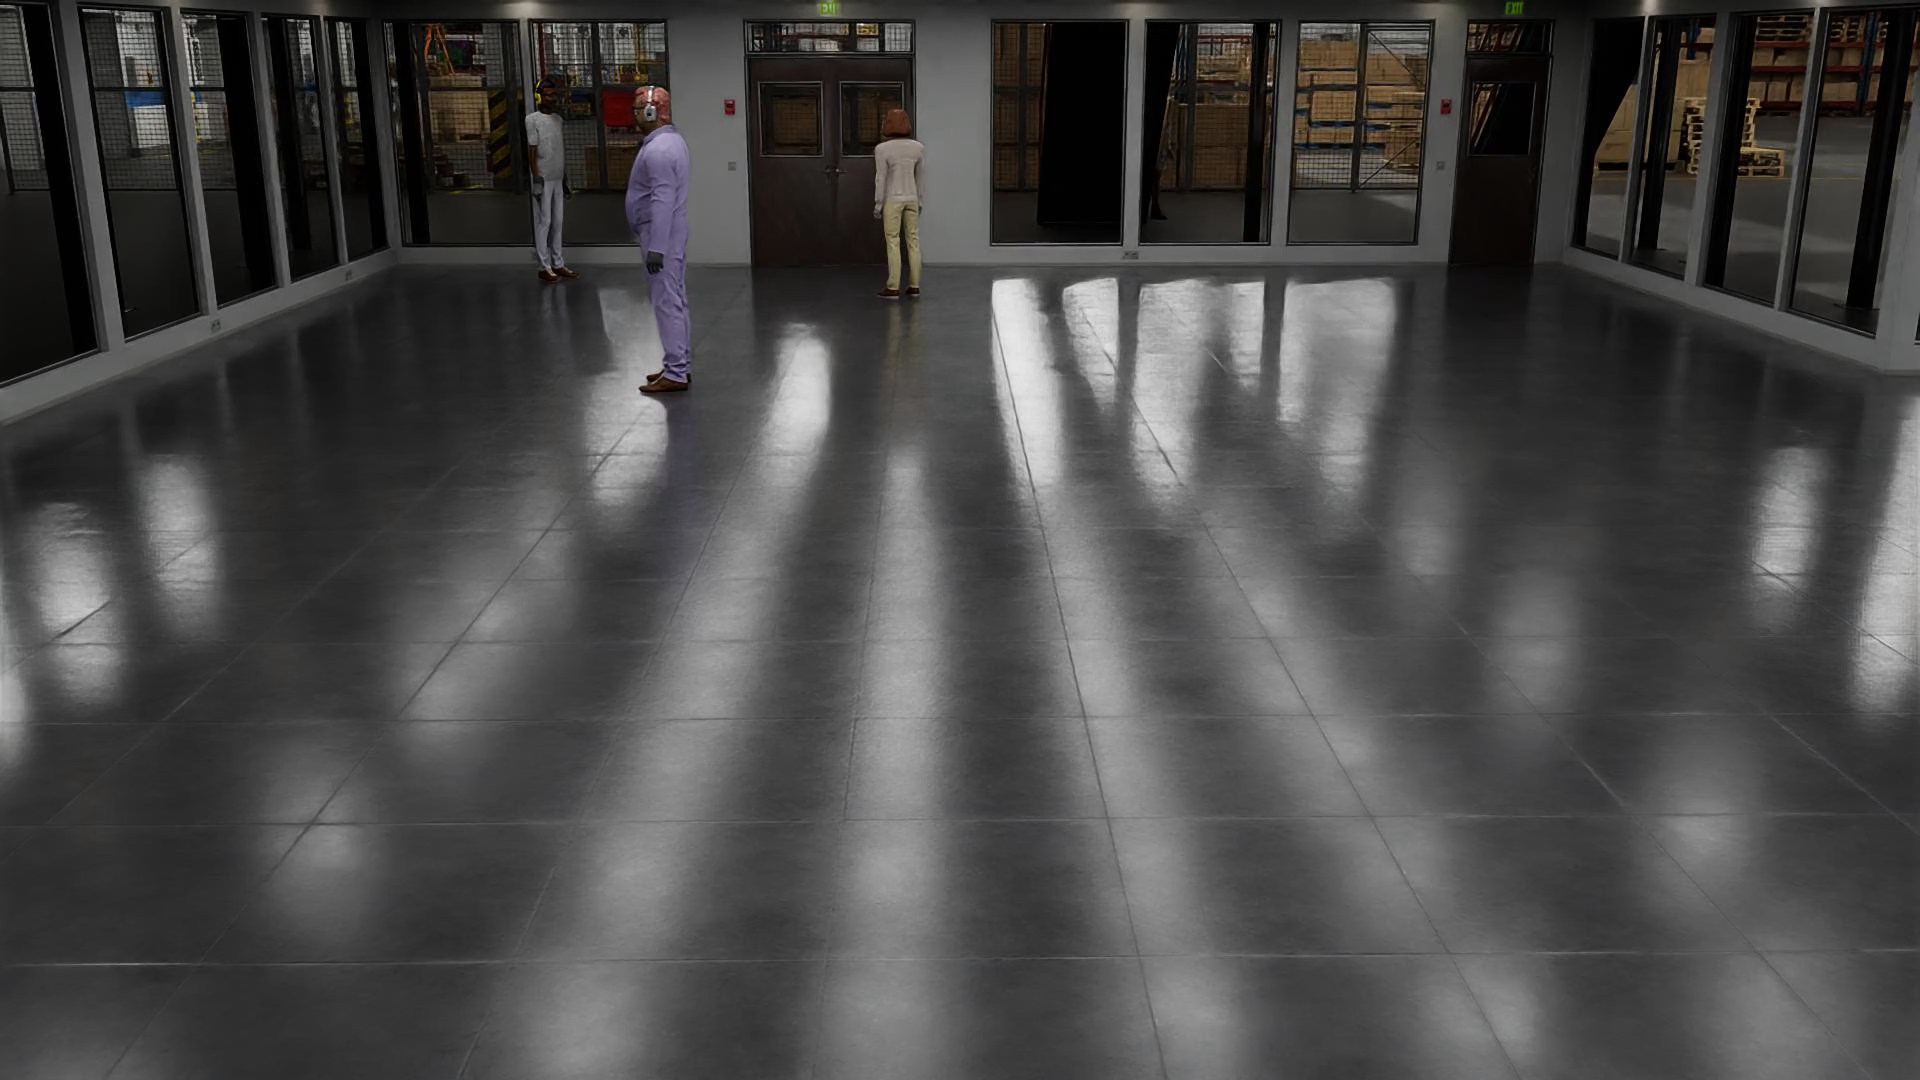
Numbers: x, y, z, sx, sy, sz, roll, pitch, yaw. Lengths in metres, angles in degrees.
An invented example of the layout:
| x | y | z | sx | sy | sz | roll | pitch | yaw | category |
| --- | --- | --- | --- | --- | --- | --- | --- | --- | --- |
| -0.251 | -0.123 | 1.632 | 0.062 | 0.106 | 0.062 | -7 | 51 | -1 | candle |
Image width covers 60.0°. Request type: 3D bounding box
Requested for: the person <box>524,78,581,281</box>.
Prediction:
| x | y | z | sx | sy | sz | roll | pitch | yaw | category |
| --- | --- | --- | --- | --- | --- | --- | --- | --- | --- |
| -3.864 | -3.397 | 15.732 | 0.328 | 1.872 | 0.514 | 7 | 18 | 22 | person |

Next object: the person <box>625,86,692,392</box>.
| x | y | z | sx | sy | sz | roll | pitch | yaw | category |
| --- | --- | --- | --- | --- | --- | --- | --- | --- | --- |
| -1.912 | -1.898 | 10.562 | 0.407 | 1.906 | 0.655 | 0 | 16 | -1 | person |

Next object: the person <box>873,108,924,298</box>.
| x | y | z | sx | sy | sz | roll | pitch | yaw | category |
| --- | --- | --- | --- | --- | --- | --- | --- | --- | --- |
| -0.536 | -2.950 | 14.612 | 0.501 | 1.636 | 0.280 | -11 | 20 | -33 | person |
